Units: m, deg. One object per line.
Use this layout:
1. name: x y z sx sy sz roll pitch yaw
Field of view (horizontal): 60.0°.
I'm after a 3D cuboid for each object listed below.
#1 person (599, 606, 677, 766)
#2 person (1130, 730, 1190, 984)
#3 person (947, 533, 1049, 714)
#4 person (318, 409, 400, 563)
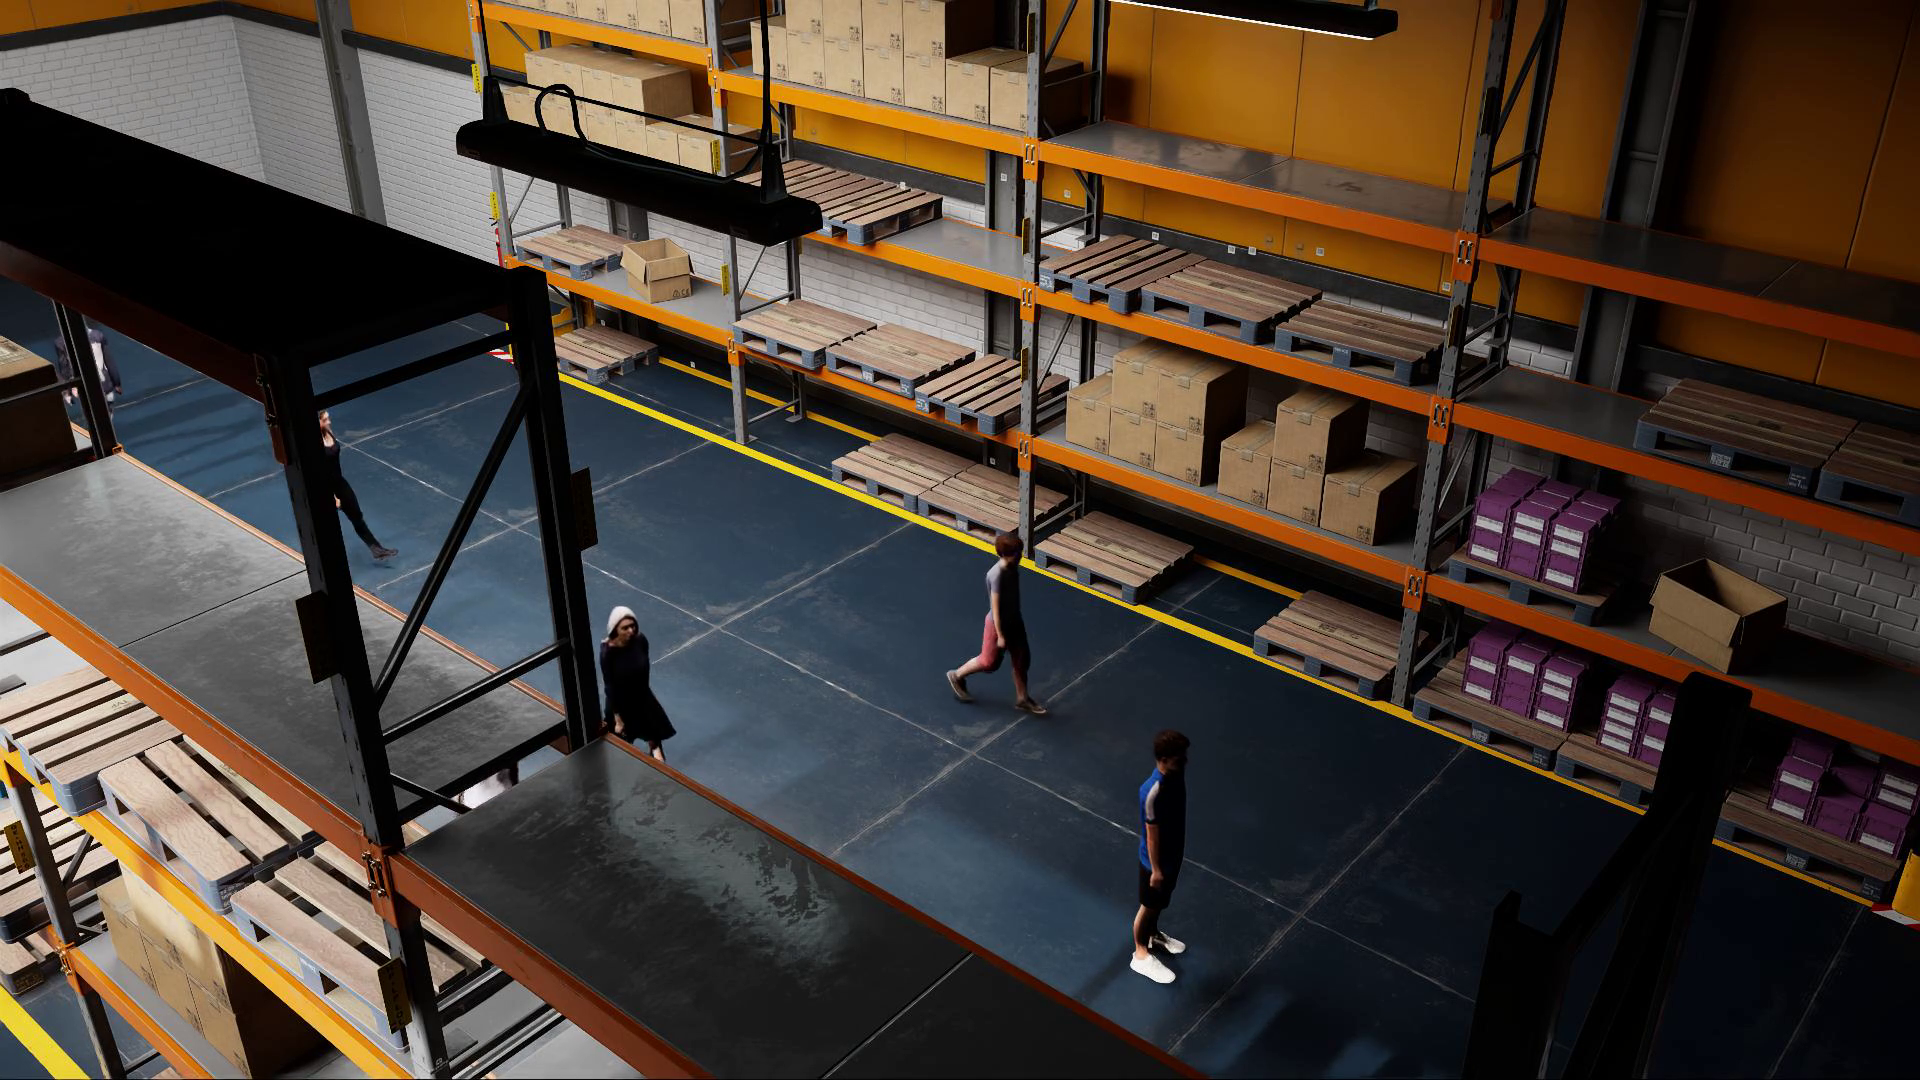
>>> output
1. person: -2.520 1.239 12.475 0.762 1.716 1.091 -20 34 -32
2. person: 1.310 2.023 10.878 0.685 1.868 0.714 11 30 19
3. person: 0.273 0.686 13.588 1.133 1.621 0.691 16 33 27
4. person: -6.025 -0.473 15.682 1.127 1.650 0.953 3 29 6
